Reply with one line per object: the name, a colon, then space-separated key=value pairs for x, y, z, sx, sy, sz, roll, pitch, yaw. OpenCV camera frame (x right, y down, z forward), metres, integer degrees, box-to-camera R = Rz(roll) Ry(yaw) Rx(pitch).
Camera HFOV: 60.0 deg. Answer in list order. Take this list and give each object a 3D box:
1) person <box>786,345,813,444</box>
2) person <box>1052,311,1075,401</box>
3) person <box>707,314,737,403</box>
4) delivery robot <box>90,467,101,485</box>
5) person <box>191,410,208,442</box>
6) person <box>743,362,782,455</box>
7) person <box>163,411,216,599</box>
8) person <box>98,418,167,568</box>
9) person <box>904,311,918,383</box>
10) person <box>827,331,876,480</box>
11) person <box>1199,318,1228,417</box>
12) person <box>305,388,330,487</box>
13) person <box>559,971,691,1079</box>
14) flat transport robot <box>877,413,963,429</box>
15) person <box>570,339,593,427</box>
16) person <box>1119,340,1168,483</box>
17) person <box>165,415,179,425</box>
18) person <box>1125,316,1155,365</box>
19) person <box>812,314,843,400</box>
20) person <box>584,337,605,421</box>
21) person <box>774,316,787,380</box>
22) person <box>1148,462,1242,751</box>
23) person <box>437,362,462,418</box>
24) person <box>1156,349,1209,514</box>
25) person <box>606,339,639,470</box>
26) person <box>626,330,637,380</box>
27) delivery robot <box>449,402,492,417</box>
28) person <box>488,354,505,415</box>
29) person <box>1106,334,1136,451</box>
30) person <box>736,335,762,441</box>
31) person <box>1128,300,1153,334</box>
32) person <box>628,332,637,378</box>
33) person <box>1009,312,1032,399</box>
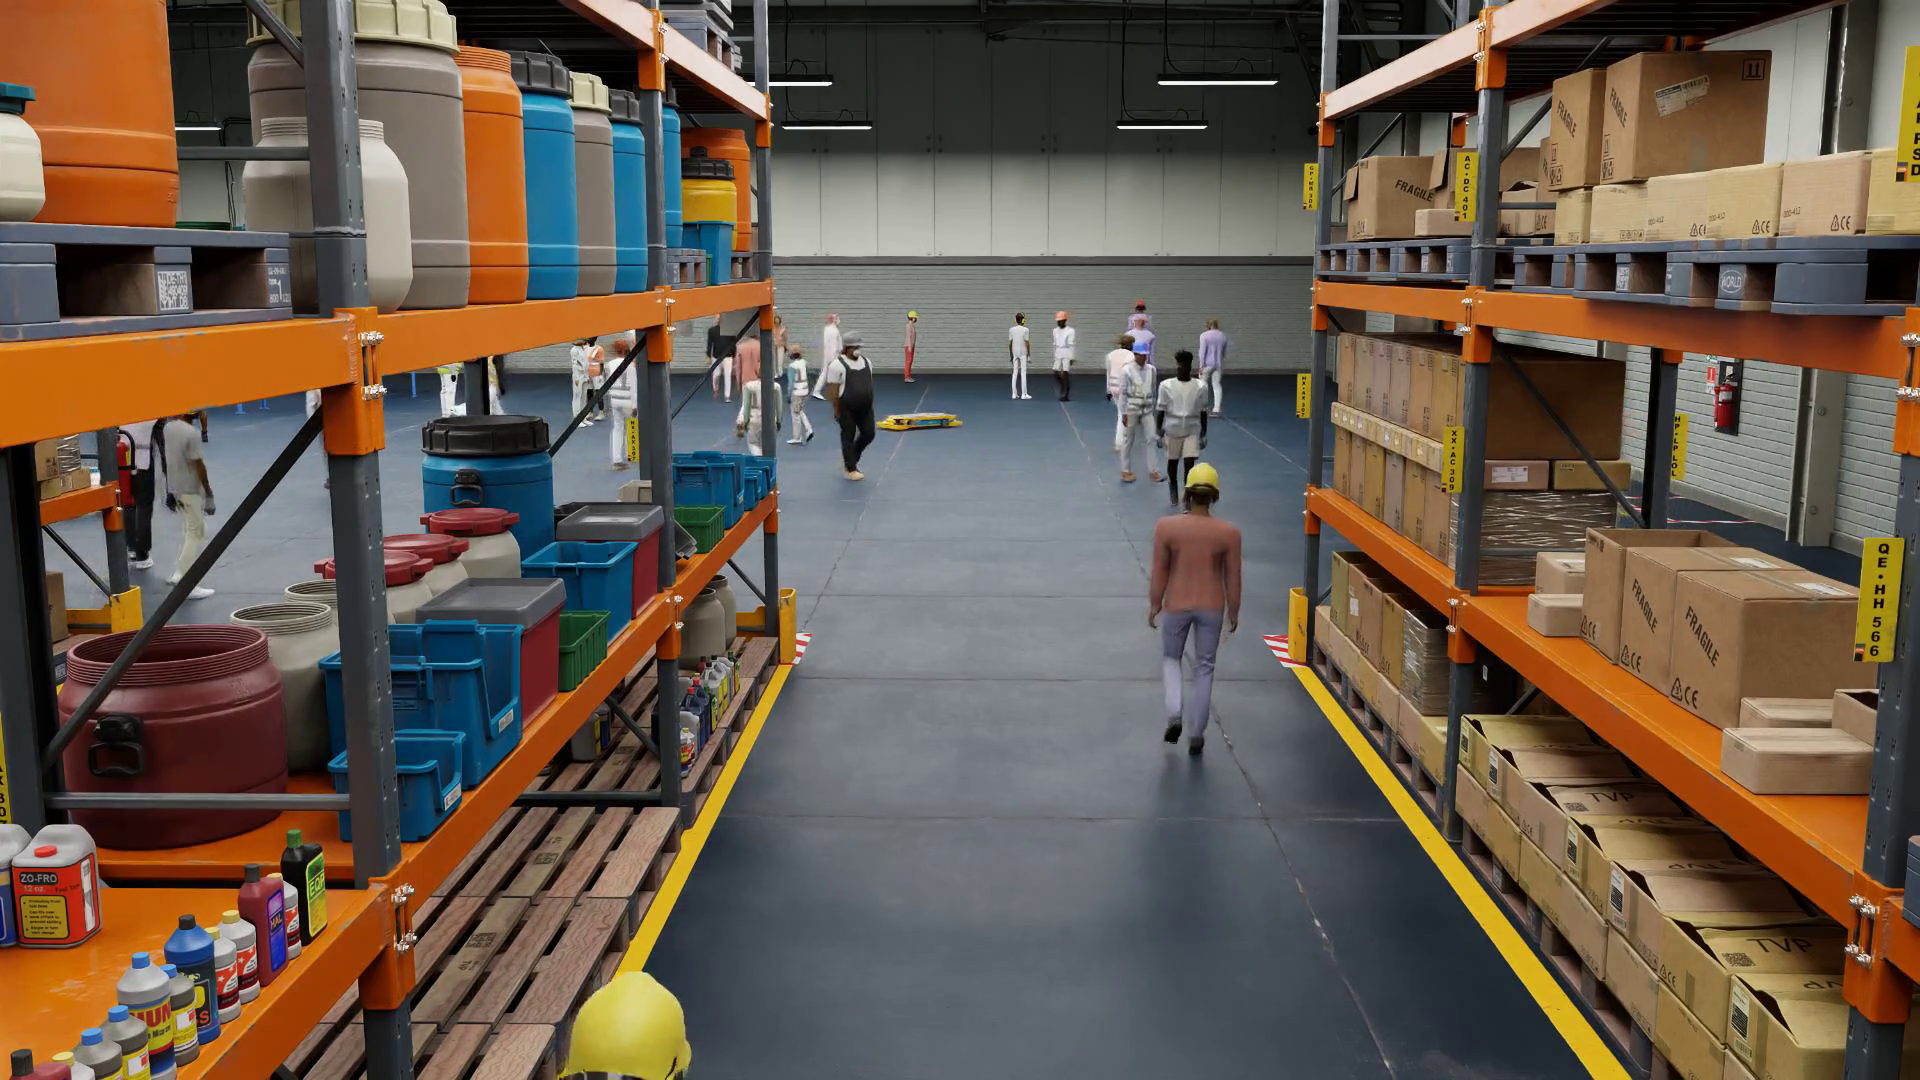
person: x=-2.631 y=-2.363 z=27.065 sx=0.410 sy=1.614 sz=0.562 roll=3 pitch=10 yaw=19
person: x=2.206 y=-3.929 z=35.553 sx=0.559 sy=1.924 sz=0.447 roll=8 pitch=12 yaw=39
person: x=-5.075 y=-3.933 z=35.425 sx=0.625 sy=1.974 sz=0.771 roll=-3 pitch=10 yaw=-16
delivery robot: x=-10.195 y=-0.613 z=19.604 sx=0.477 sy=0.478 sz=0.707 roll=8 pitch=12 yaw=38
person: x=-12.681 y=-2.571 z=27.382 sx=0.373 sy=1.929 sz=0.542 roll=9 pitch=13 yaw=43
person: x=-2.644 y=-1.576 z=22.322 sx=0.541 sy=1.626 sz=0.375 roll=-3 pitch=10 yaw=-18
person: x=-6.789 y=-0.410 z=14.660 sx=0.548 sy=1.853 sz=0.430 roll=7 pitch=12 yaw=35
person: x=-8.013 y=-0.693 z=16.206 sx=0.633 sy=1.898 sz=0.577 roll=-2 pitch=10 yaw=-11
person: x=-1.195 y=-4.773 z=41.087 sx=0.344 sy=1.760 sz=0.529 roll=2 pitch=10 yaw=9
person: x=-1.442 y=-1.822 z=22.683 sx=0.710 sy=2.000 sz=0.549 roll=-7 pitch=12 yaw=-37
person: x=4.806 y=-3.328 z=32.076 sx=0.689 sy=1.872 sz=0.940 roll=-4 pitch=10 yaw=-22
person: x=-8.180 y=-1.529 z=21.637 sx=0.605 sy=1.770 sz=0.942 roll=-4 pitch=10 yaw=-23
person: x=-0.560 y=1.603 z=3.000 sx=0.553 sy=1.721 sz=0.895 roll=0 pitch=9 yaw=3
flat transport robot: x=-0.716 y=-2.151 z=29.947 sx=1.431 sy=0.197 sz=0.652 roll=-7 pitch=12 yaw=-35
person: x=-6.849 y=-2.929 z=30.076 sx=0.289 sy=1.746 sz=0.487 roll=2 pitch=10 yaw=13
person: x=2.443 y=-1.702 z=22.218 sx=0.641 sy=1.908 sz=0.901 roll=-4 pitch=10 yaw=-25
person: x=-13.984 y=-2.862 z=29.369 sx=0.510 sy=1.846 sz=0.341 roll=-1 pitch=10 yaw=-8
person: x=3.545 y=-3.523 z=33.196 sx=0.673 sy=1.891 sz=0.435 roll=-2 pitch=10 yaw=-14
person: x=-2.736 y=-3.929 z=35.736 sx=0.982 sy=1.866 sz=0.650 roll=-4 pitch=10 yaw=-21
person: x=-6.889 y=-3.092 z=31.198 sx=0.535 sy=1.697 sz=0.318 roll=5 pitch=11 yaw=29
person: x=-4.644 y=-4.880 z=42.230 sx=0.511 sy=1.591 sz=0.879 roll=0 pitch=9 yaw=2
person: x=1.425 y=0.402 z=10.074 sx=0.558 sy=1.751 sz=0.360 roll=2 pitch=10 yaw=11
person: x=-9.451 y=-3.099 z=30.808 sx=0.429 sy=1.840 sz=0.630 roll=-6 pitch=11 yaw=-32
person: x=2.656 y=-1.320 z=19.888 sx=0.607 sy=1.938 sz=0.908 roll=1 pitch=10 yaw=6
person: x=-4.768 y=-1.947 z=23.833 sx=0.624 sy=1.861 sz=0.599 roll=7 pitch=12 yaw=35
person: x=-7.042 y=-4.113 z=36.656 sx=0.626 sy=1.925 sz=0.685 roll=0 pitch=9 yaw=1
delivery robot: x=-8.734 y=-2.302 z=29.721 sx=0.707 sy=0.478 sz=0.477 roll=-7 pitch=12 yaw=-34
person: x=-8.027 y=-2.635 z=28.209 sx=0.626 sy=1.791 sz=1.017 roll=7 pitch=12 yaw=38
person: x=2.656 y=-2.332 z=26.277 sx=0.695 sy=1.816 sz=0.655 roll=-8 pitch=13 yaw=-41
person: x=-3.445 y=-2.623 z=27.563 sx=0.606 sy=1.974 sz=0.650 roll=3 pitch=10 yaw=18
person: x=4.581 y=-5.053 z=42.020 sx=0.614 sy=2.012 sz=0.890 roll=3 pitch=10 yaw=15
person: x=-6.235 y=-3.486 z=32.983 sx=0.655 sy=1.887 sz=0.620 roll=-1 pitch=10 yaw=-8
person: x=1.312 y=-4.001 z=36.123 sx=0.511 sy=1.872 sz=0.329 roll=5 pitch=11 yaw=29
